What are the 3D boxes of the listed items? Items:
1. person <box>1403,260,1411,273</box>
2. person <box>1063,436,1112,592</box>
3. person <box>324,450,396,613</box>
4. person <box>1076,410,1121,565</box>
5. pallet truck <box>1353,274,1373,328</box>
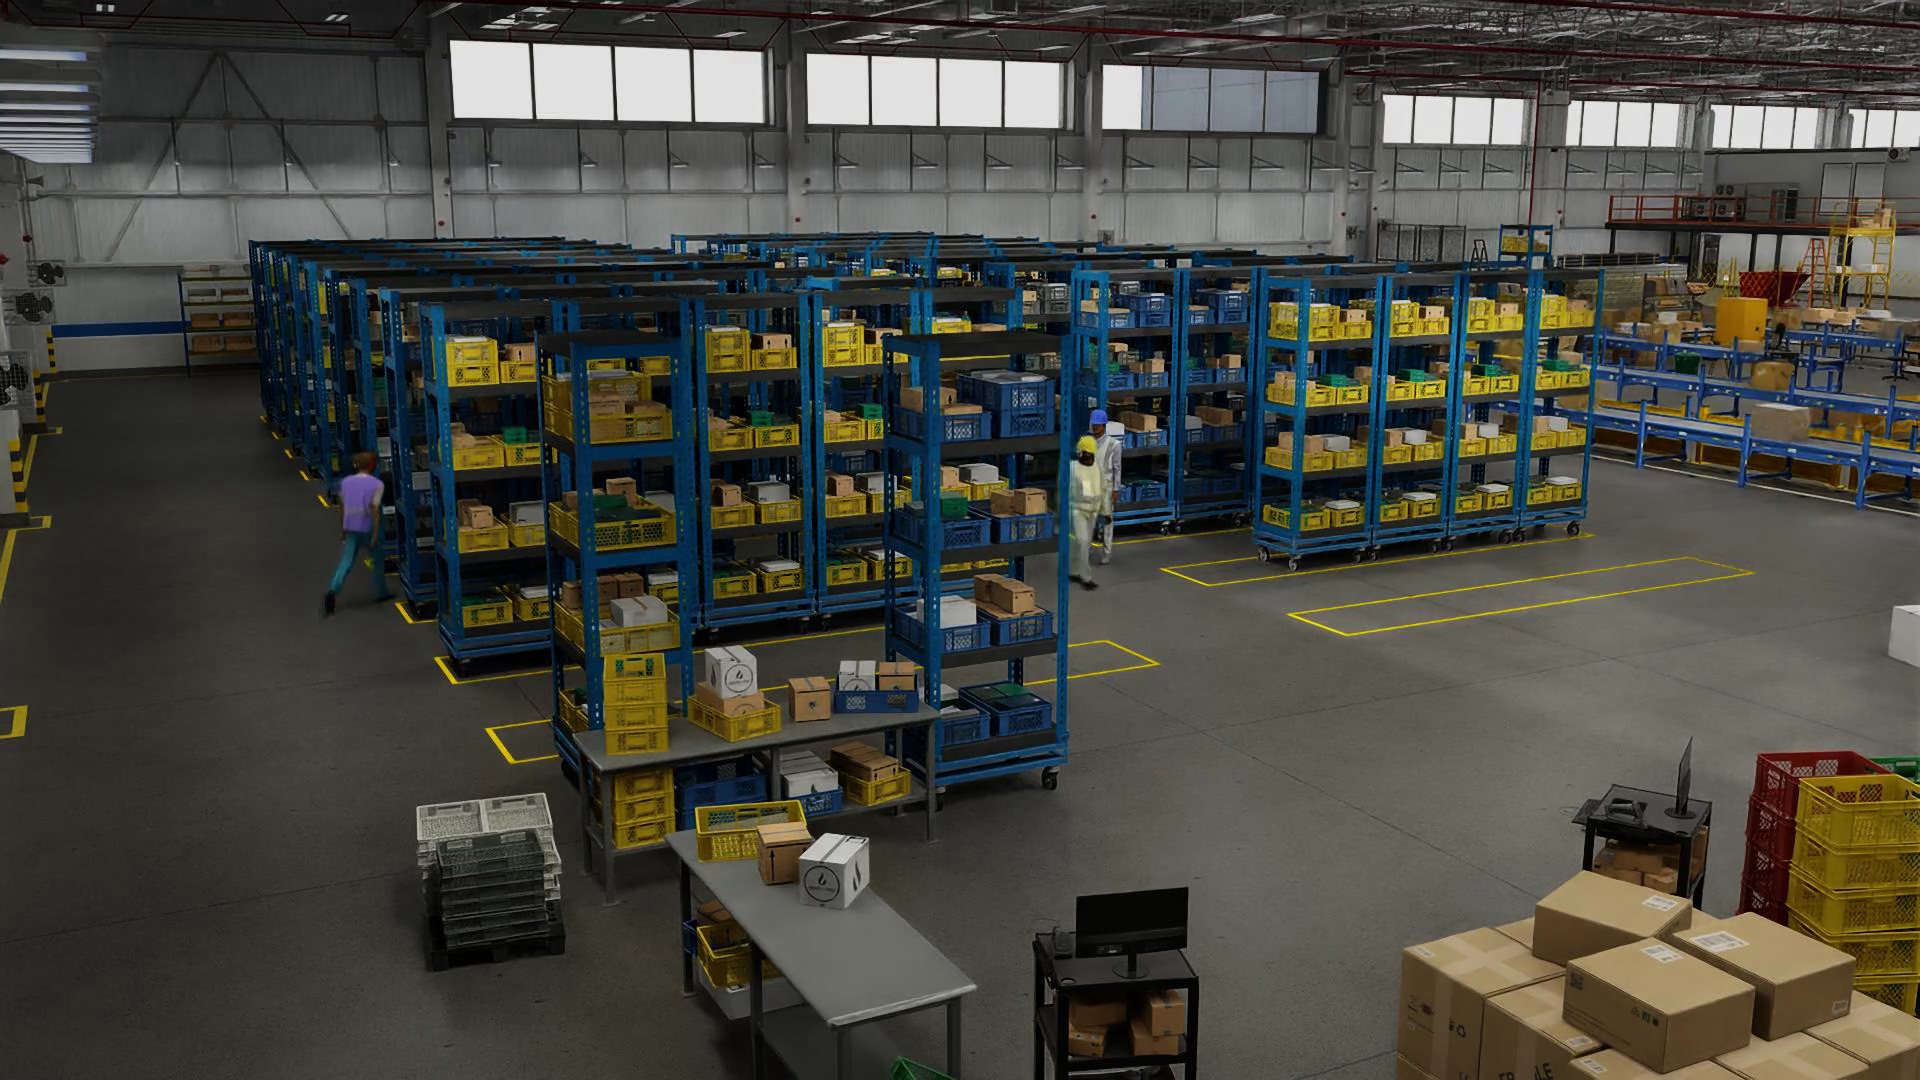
[{"bbox_3d":[16.592,-9.489,62.189,0.652,1.906,0.402,0,12,-1],"label":"person"},{"bbox_3d":[1.527,-0.311,19.500,0.594,1.796,0.821,-9,15,-35],"label":"person"},{"bbox_3d":[-6.740,-0.095,18.568,0.600,1.786,0.968,4,13,17],"label":"person"},{"bbox_3d":[1.719,-0.665,20.810,0.605,1.951,0.383,6,13,25],"label":"person"},{"bbox_3d":[13.011,-8.050,55.243,0.823,1.965,1.885,-7,14,-28],"label":"pallet truck"}]
